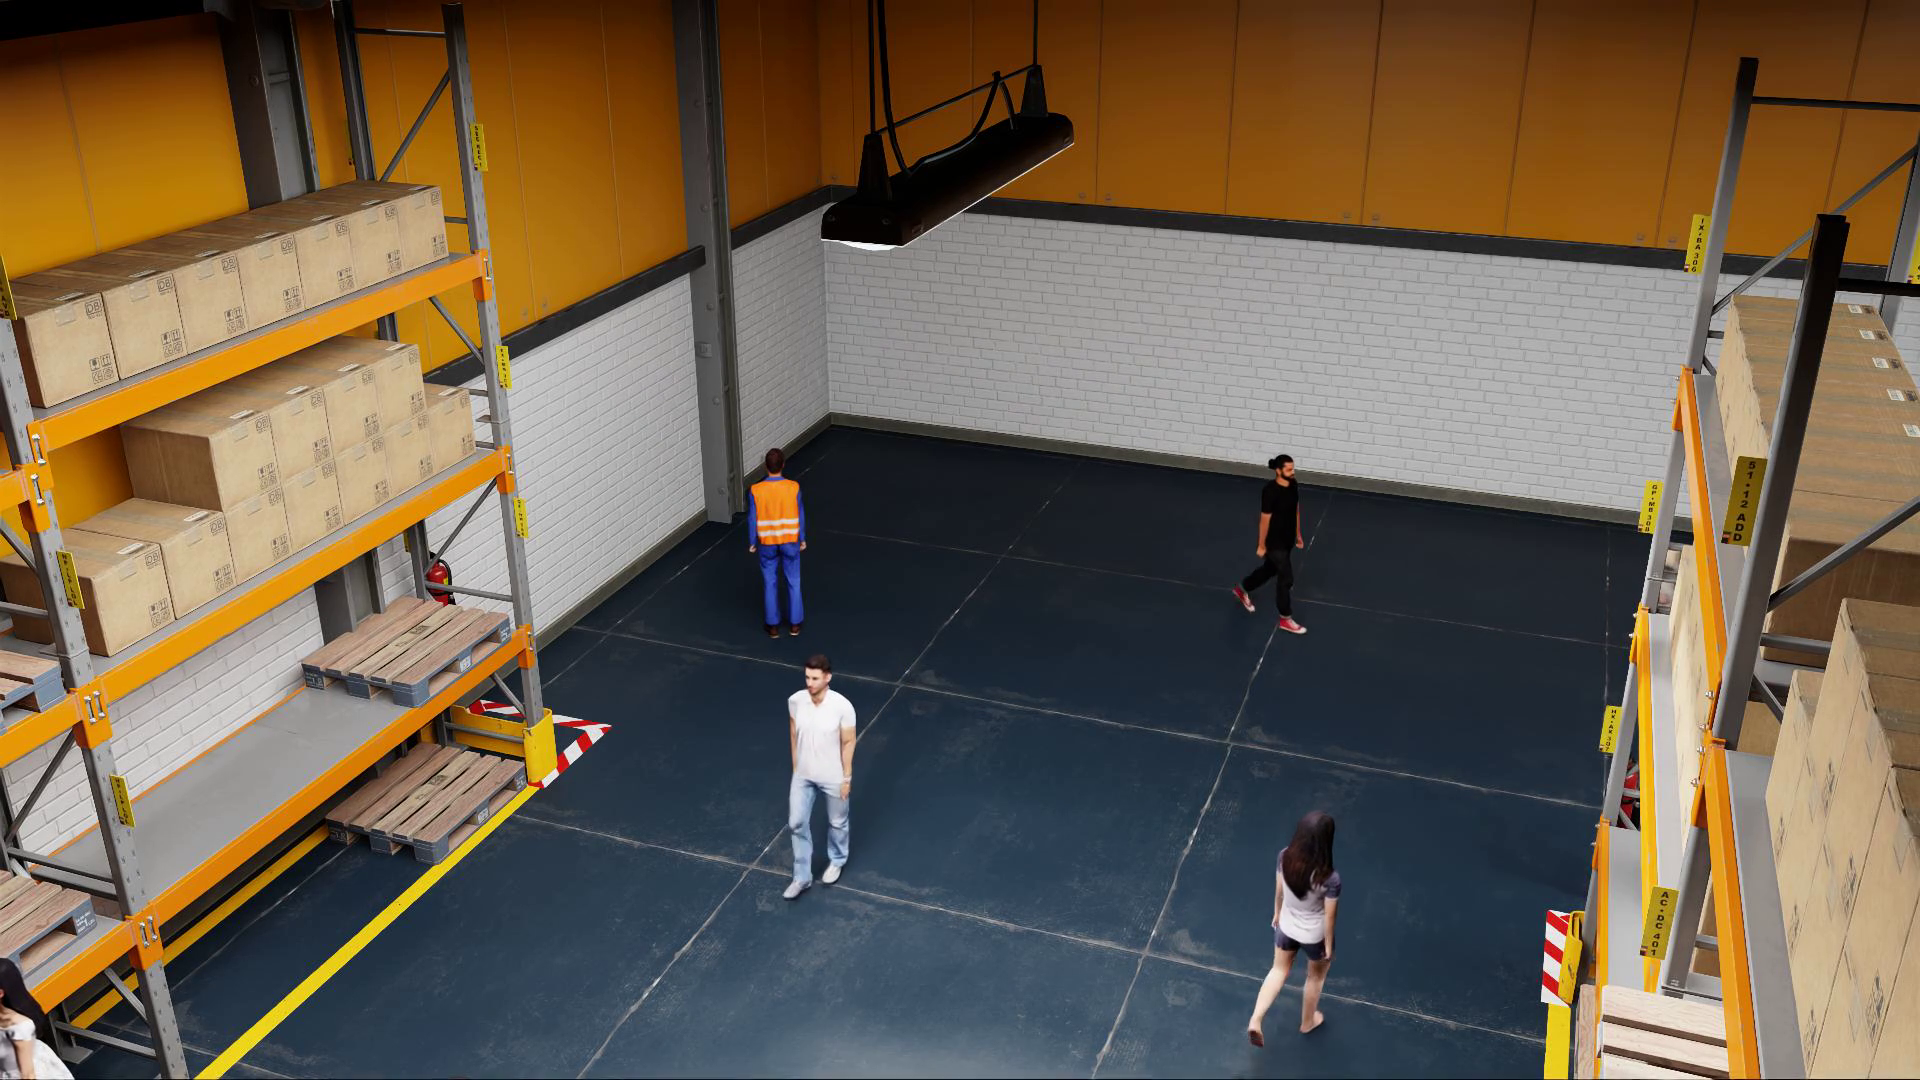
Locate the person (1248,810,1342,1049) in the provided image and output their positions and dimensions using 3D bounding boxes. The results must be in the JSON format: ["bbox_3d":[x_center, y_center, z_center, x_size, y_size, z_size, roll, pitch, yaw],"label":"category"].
[{"bbox_3d":[2.074,2.432,10.250,0.812,1.687,1.029,20,31,38],"label":"person"}]

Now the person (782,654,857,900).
[{"bbox_3d":[-0.957,1.618,11.912,0.678,1.847,0.841,8,25,17],"label":"person"}]

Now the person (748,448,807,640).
[{"bbox_3d":[-1.702,0.025,15.536,0.793,1.864,0.795,-4,24,-10],"label":"person"}]

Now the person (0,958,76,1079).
[{"bbox_3d":[-4.948,2.974,8.909,0.813,1.769,0.782,-16,29,-33],"label":"person"}]

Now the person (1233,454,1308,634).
[{"bbox_3d":[2.955,-0.019,15.792,0.953,1.740,1.151,18,29,35],"label":"person"}]
